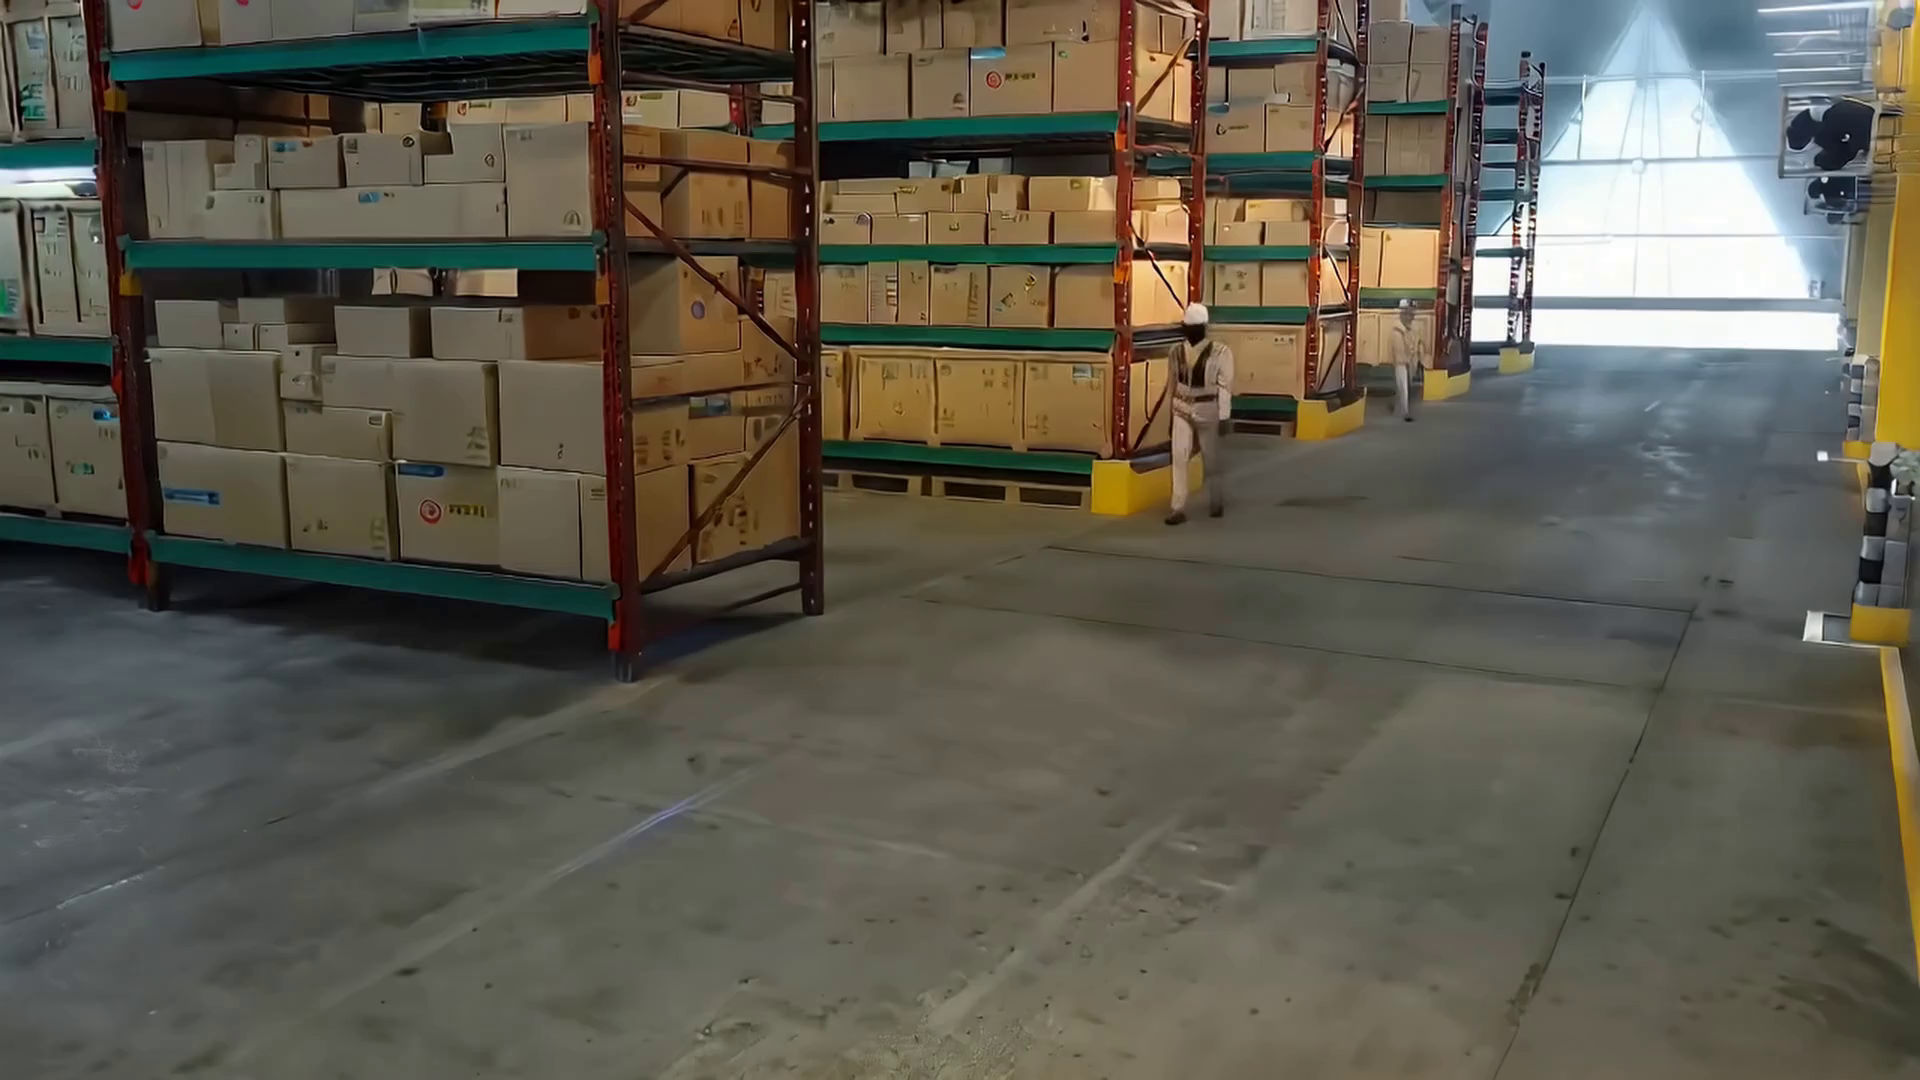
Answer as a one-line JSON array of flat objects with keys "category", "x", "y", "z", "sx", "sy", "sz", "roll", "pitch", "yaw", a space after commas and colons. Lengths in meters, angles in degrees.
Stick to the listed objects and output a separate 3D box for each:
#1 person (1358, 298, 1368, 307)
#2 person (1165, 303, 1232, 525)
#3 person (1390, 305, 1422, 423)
[{"category": "person", "x": 7.744, "y": -4.310, "z": 32.929, "sx": 0.629, "sy": 1.936, "sz": 0.371, "roll": 3, "pitch": 10, "yaw": 15}, {"category": "person", "x": 2.100, "y": -1.114, "z": 14.515, "sx": 0.616, "sy": 1.912, "sz": 0.948, "roll": 6, "pitch": 11, "yaw": 31}, {"category": "person", "x": 6.112, "y": -2.432, "z": 22.948, "sx": 0.529, "sy": 1.620, "sz": 0.478, "roll": -4, "pitch": 11, "yaw": -23}]
